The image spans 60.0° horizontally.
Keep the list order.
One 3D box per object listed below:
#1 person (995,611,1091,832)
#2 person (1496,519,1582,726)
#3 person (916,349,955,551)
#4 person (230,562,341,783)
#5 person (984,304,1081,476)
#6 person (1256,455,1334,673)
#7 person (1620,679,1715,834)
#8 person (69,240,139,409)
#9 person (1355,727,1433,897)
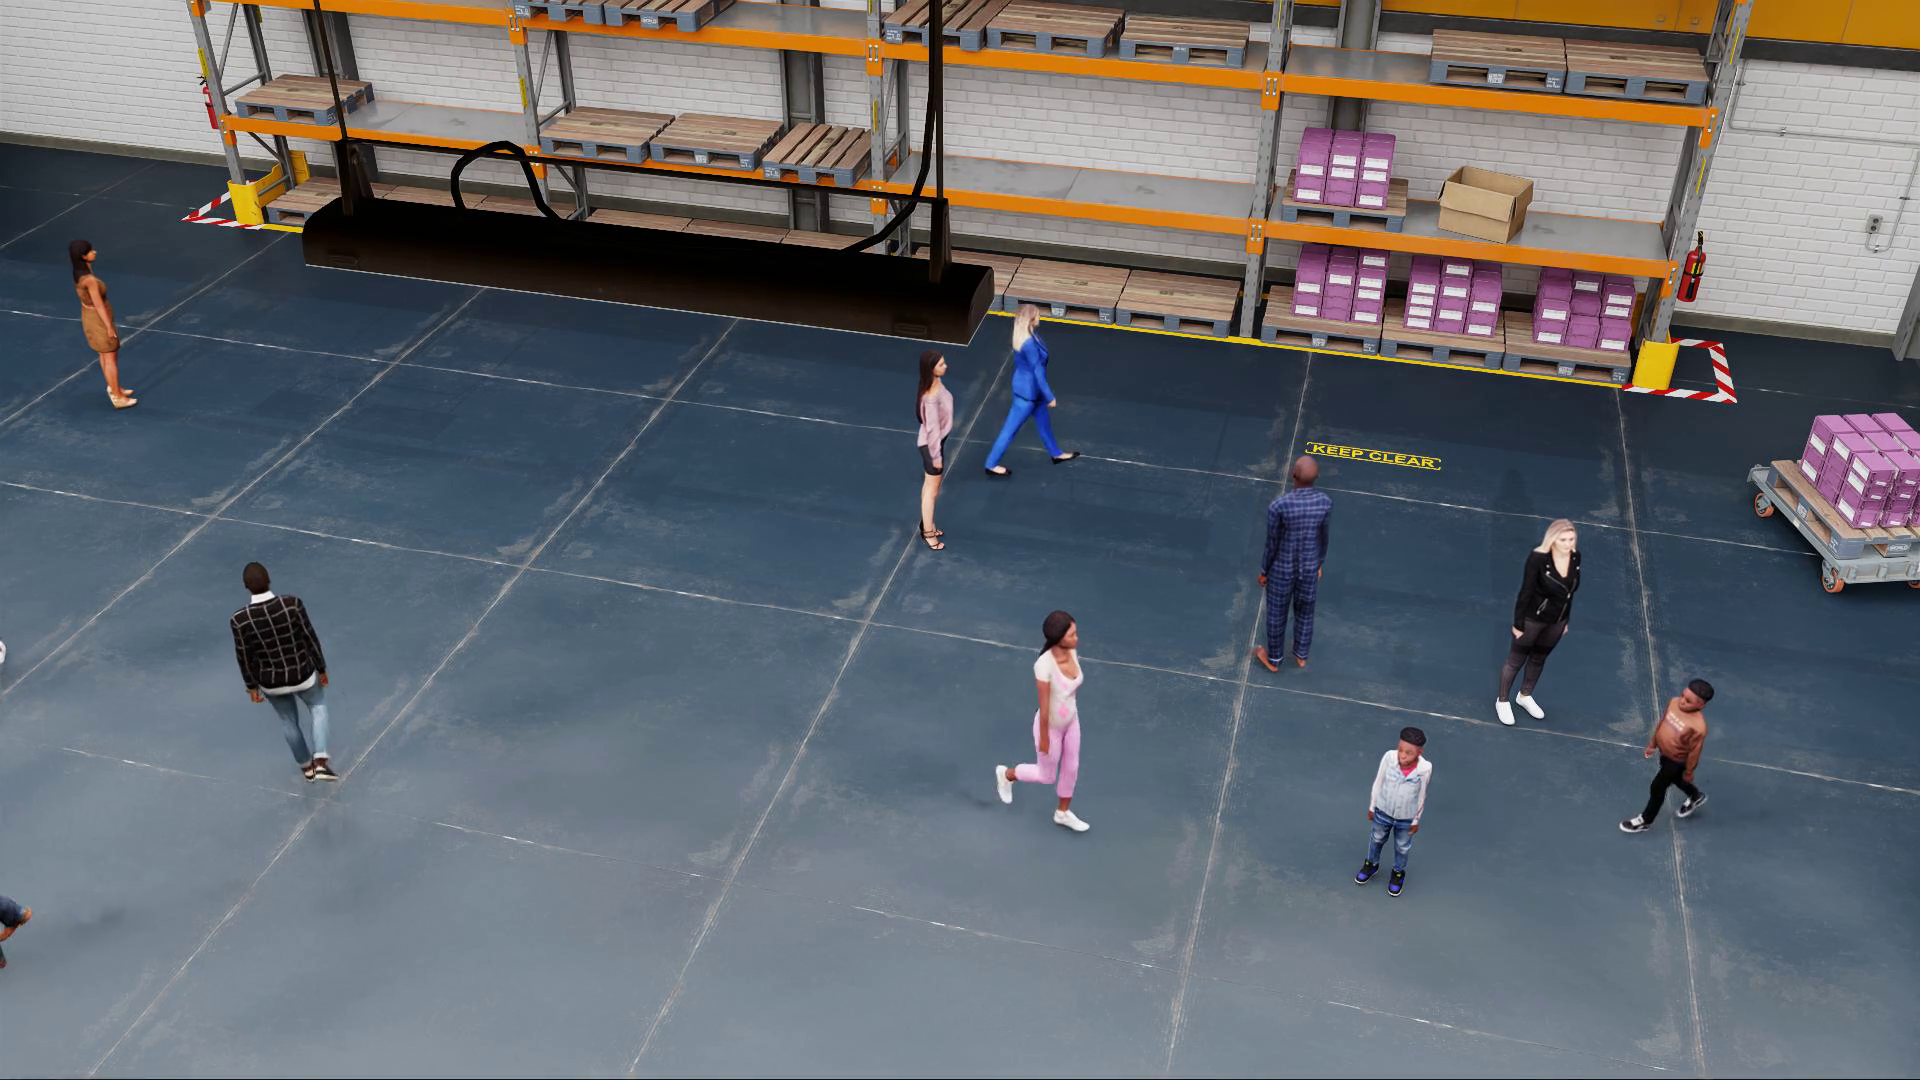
[{"bbox_3d":[0.557,1.188,10.895,1.003,1.725,0.792,22,39,29],"label":"person"},{"bbox_3d":[4.143,0.565,11.869,0.638,1.685,0.754,-8,35,-12],"label":"person"},{"bbox_3d":[-0.233,-0.755,13.741,0.591,1.811,0.654,2,34,2],"label":"person"},{"bbox_3d":[-4.501,0.962,11.157,0.947,1.811,0.995,-14,36,-20],"label":"person"},{"bbox_3d":[0.493,-1.262,14.644,1.205,1.655,0.889,-3,34,-5],"label":"person"},{"bbox_3d":[2.483,0.174,12.336,0.690,1.818,0.811,-7,34,-11],"label":"person"},{"bbox_3d":[4.791,1.409,11.004,0.941,1.236,0.743,-5,34,-7],"label":"person"},{"bbox_3d":[-8.183,-2.061,15.818,0.699,1.686,0.621,-23,40,-31],"label":"person"},{"bbox_3d":[2.782,1.691,10.557,0.493,1.261,0.591,18,37,24],"label":"person"}]
